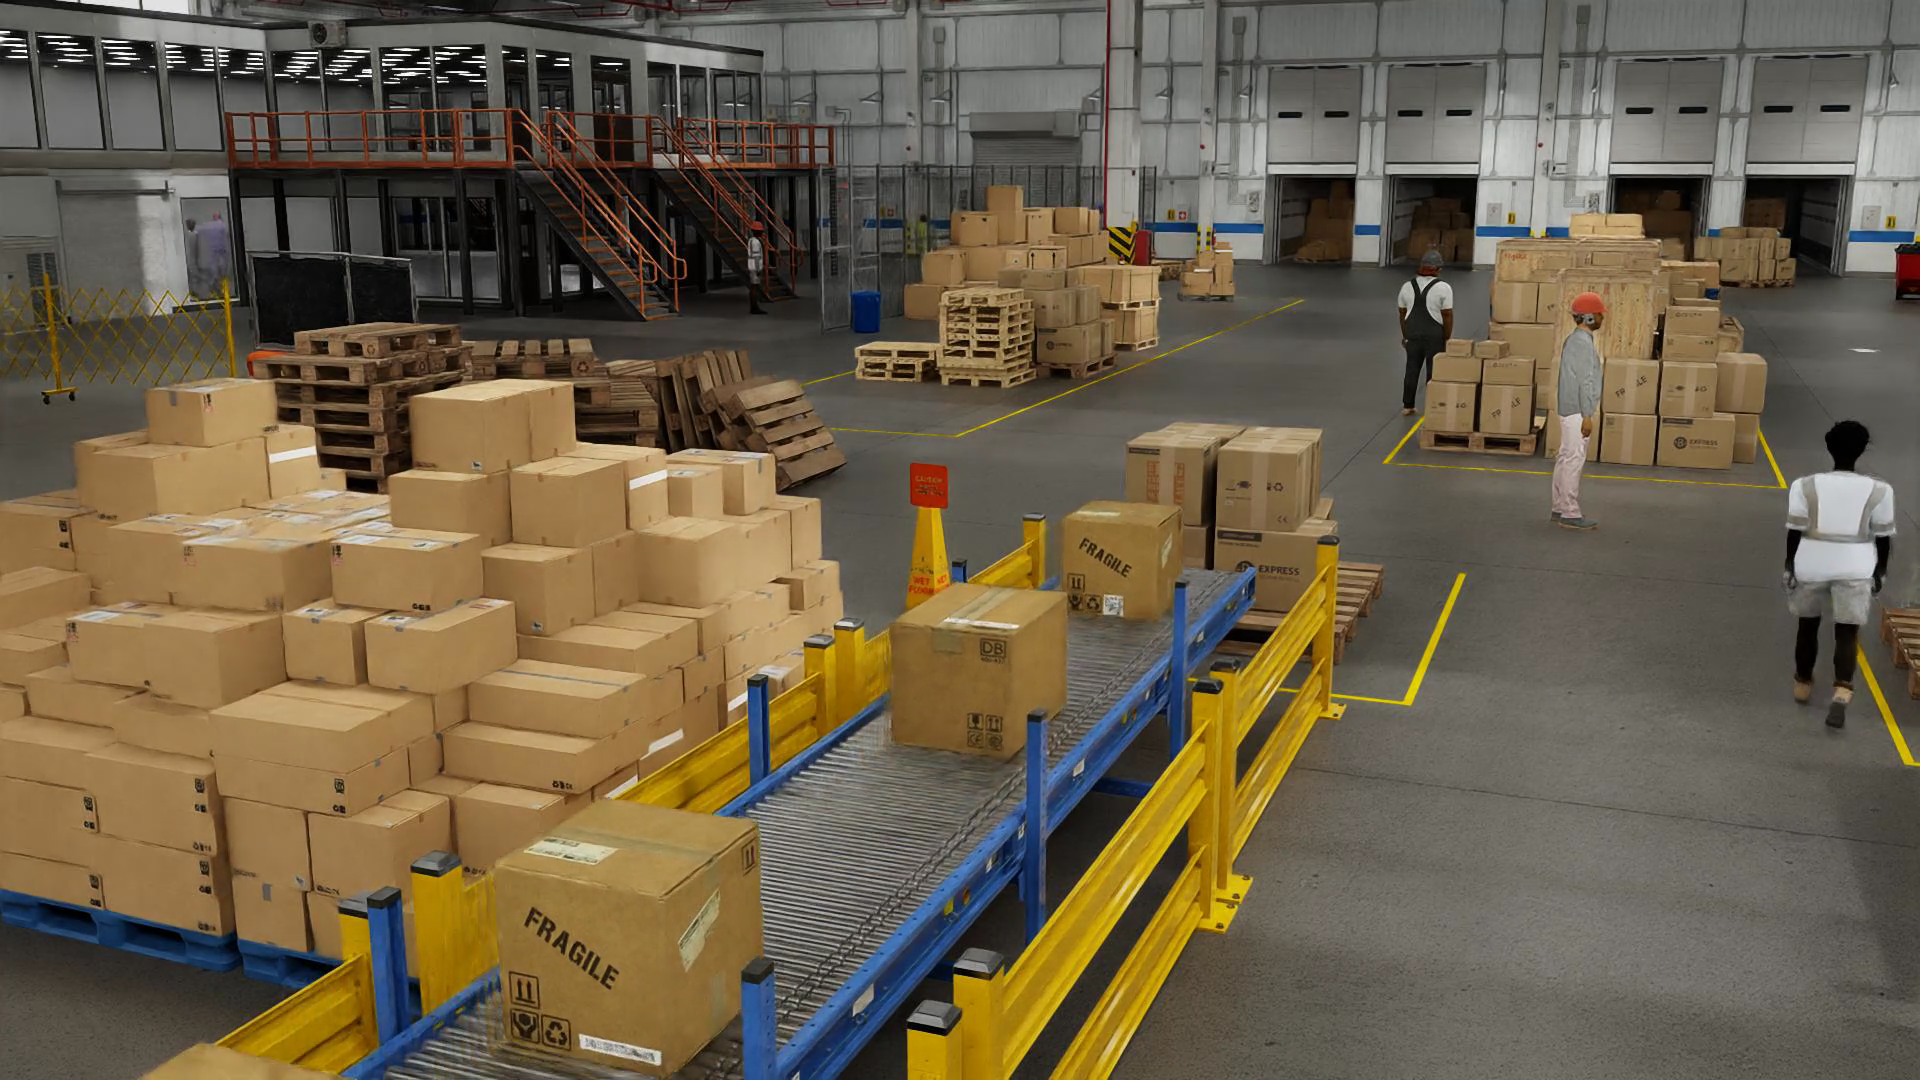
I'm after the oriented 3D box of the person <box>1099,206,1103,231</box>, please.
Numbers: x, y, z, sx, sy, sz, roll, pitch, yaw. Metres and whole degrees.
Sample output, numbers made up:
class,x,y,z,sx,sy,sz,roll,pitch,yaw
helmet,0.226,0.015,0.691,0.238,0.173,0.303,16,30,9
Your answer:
class,x,y,z,sx,sy,sz,roll,pitch,yaw
person,4.644,-9.683,52.803,0.932,1.904,0.654,7,15,30

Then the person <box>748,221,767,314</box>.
class,x,y,z,sx,sy,sz,roll,pitch,yaw
person,-4.271,-5.716,34.975,0.375,1.931,0.542,-4,13,-16

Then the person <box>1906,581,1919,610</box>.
class,x,y,z,sx,sy,sz,roll,pitch,yaw
person,6.728,-0.262,10.832,0.944,1.782,0.617,5,13,21

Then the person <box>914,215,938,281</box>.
class,x,y,z,sx,sy,sz,roll,pitch,yaw
person,-0.908,-7.899,45.052,0.662,1.803,0.585,5,14,21

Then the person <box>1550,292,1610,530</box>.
class,x,y,z,sx,sy,sz,roll,pitch,yaw
person,5.244,-1.092,14.080,0.375,1.997,0.612,1,13,7

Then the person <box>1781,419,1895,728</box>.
class,x,y,z,sx,sy,sz,roll,pitch,yaw
person,4.807,0.178,9.135,0.537,1.673,0.785,6,14,24

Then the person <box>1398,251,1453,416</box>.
class,x,y,z,sx,sy,sz,roll,pitch,yaw
person,5.749,-2.525,20.410,0.688,2.000,0.539,11,17,41
